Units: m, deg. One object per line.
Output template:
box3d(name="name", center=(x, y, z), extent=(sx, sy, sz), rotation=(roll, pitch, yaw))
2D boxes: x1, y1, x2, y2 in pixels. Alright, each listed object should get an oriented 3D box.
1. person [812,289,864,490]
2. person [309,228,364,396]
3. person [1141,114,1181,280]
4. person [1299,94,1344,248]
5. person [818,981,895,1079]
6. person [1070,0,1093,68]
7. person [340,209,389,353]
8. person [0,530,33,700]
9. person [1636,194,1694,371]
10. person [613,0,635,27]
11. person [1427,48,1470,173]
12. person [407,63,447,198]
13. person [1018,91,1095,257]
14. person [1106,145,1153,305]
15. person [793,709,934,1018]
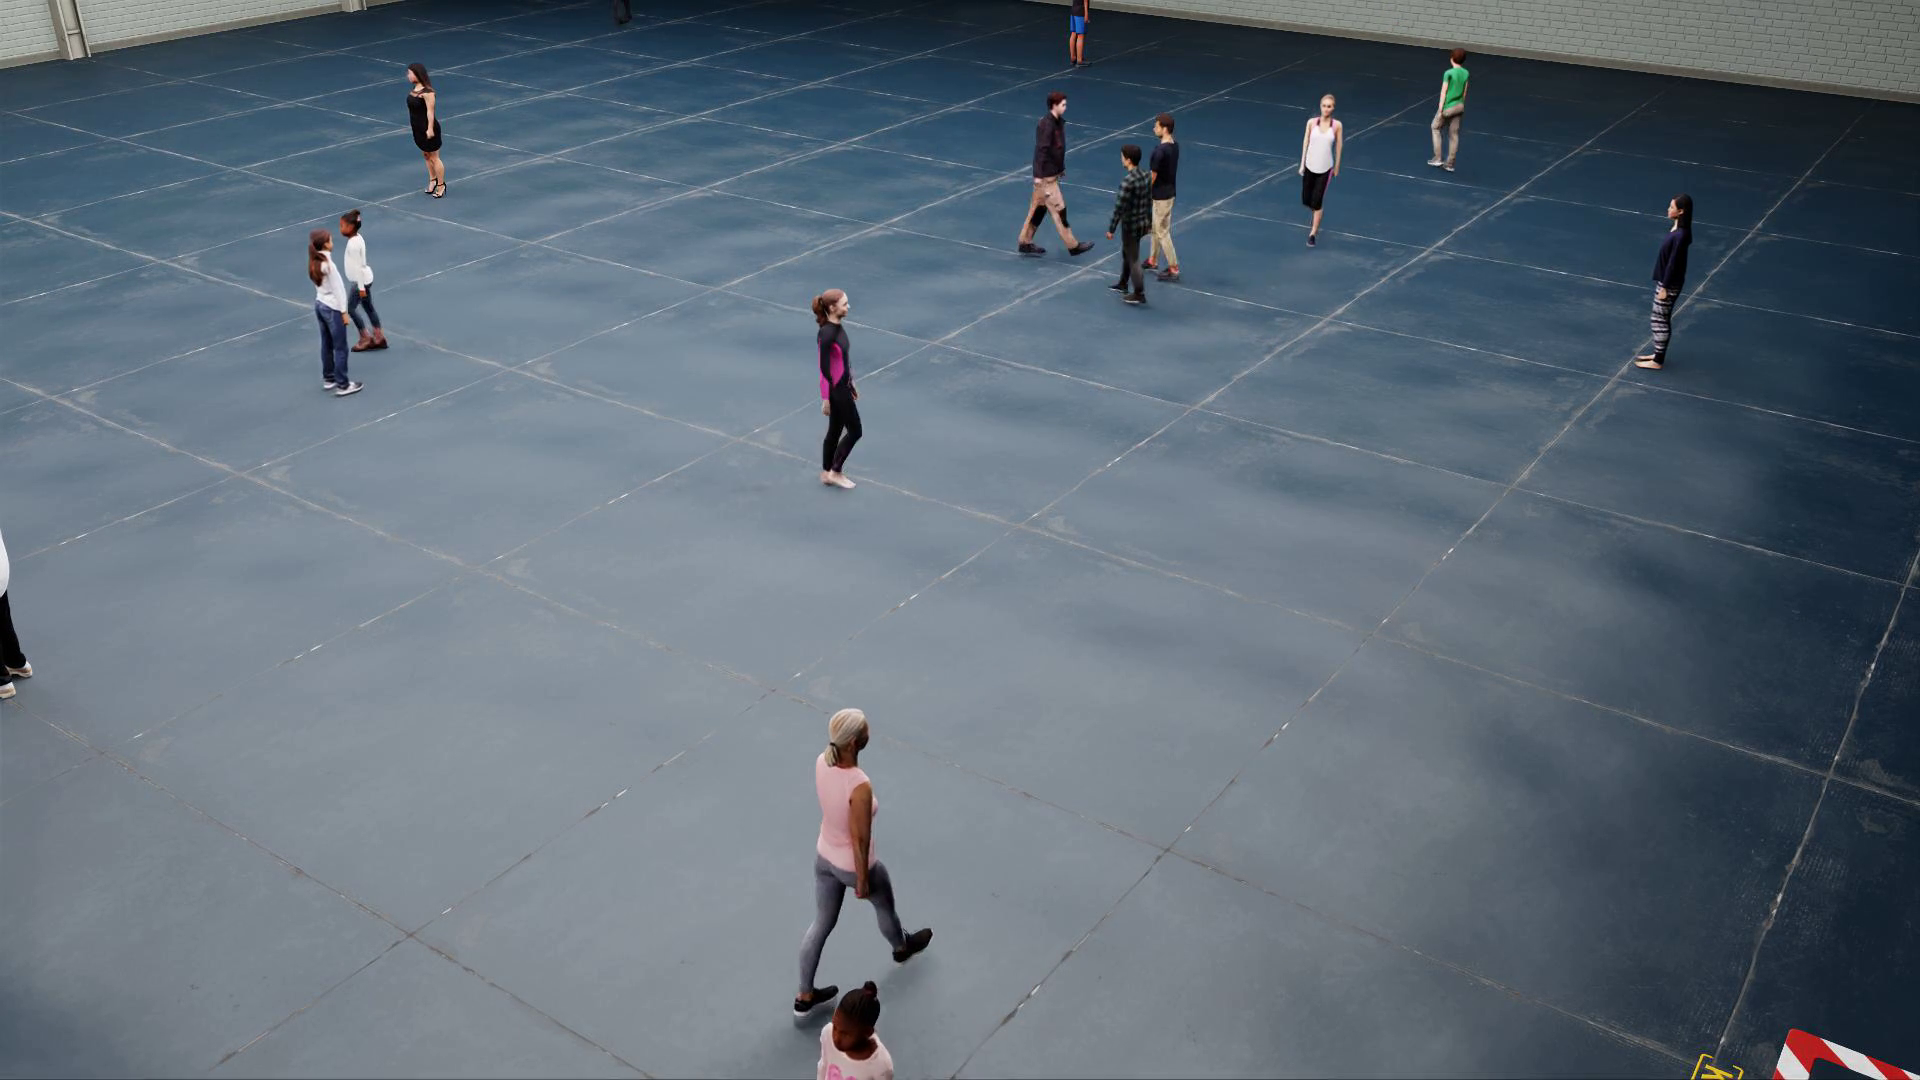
box3d(name="person", center=(-1.097, -1.225, 13.618), extent=(0.760, 1.735, 0.694), rotation=(2, 27, 3))
box3d(name="person", center=(-5.926, -2.154, 15.625), extent=(0.566, 1.550, 0.527), rotation=(20, 33, 33))
box3d(name="person", center=(2.331, -3.783, 18.486), extent=(0.830, 1.828, 0.836), rotation=(12, 30, 22))
box3d(name="person", center=(4.281, -4.414, 19.772), extent=(0.719, 1.772, 0.932), rotation=(11, 29, 21))
box3d(name="person", center=(-0.397, 2.384, 6.939), extent=(0.631, 1.433, 0.897), rotation=(23, 35, 37))
box3d(name="person", center=(2.096, -9.232, 29.100), extent=(0.710, 1.797, 0.693), rotation=(-12, 30, -22))
box3d(name="person", center=(-5.897, -2.574, 16.556), extent=(0.725, 1.443, 0.669), rotation=(-6, 28, -12))
box3d(name="person", center=(-6.435, 0.236, 10.839), extent=(0.820, 1.683, 0.728), rotation=(1, 27, 1))
box3d(name="person", center=(6.885, -2.509, 16.115), extent=(0.699, 1.733, 0.519), rotation=(11, 29, 20))
box3d(name="person", center=(-6.726, -10.955, 32.467), extent=(0.951, 1.778, 1.122), rotation=(3, 27, 6))
box3d(name="person", center=(6.764, -5.860, 22.728), extent=(0.778, 1.635, 0.835), rotation=(-9, 28, -16))
box3d(name="person", center=(-6.918, -5.326, 21.601), extent=(0.707, 1.718, 0.722), rotation=(-18, 33, -32))
box3d(name="person", center=(0.919, -4.214, 19.265), extent=(1.066, 1.880, 1.200), rotation=(7, 28, 13))
box3d(name="person", center=(1.900, -3.349, 17.713), extent=(0.713, 1.698, 0.728), rotation=(18, 32, 31))
box3d(name="person", center=(-0.619, 1.615, 8.164), extent=(1.142, 1.678, 0.696), rotation=(-24, 36, -39))
